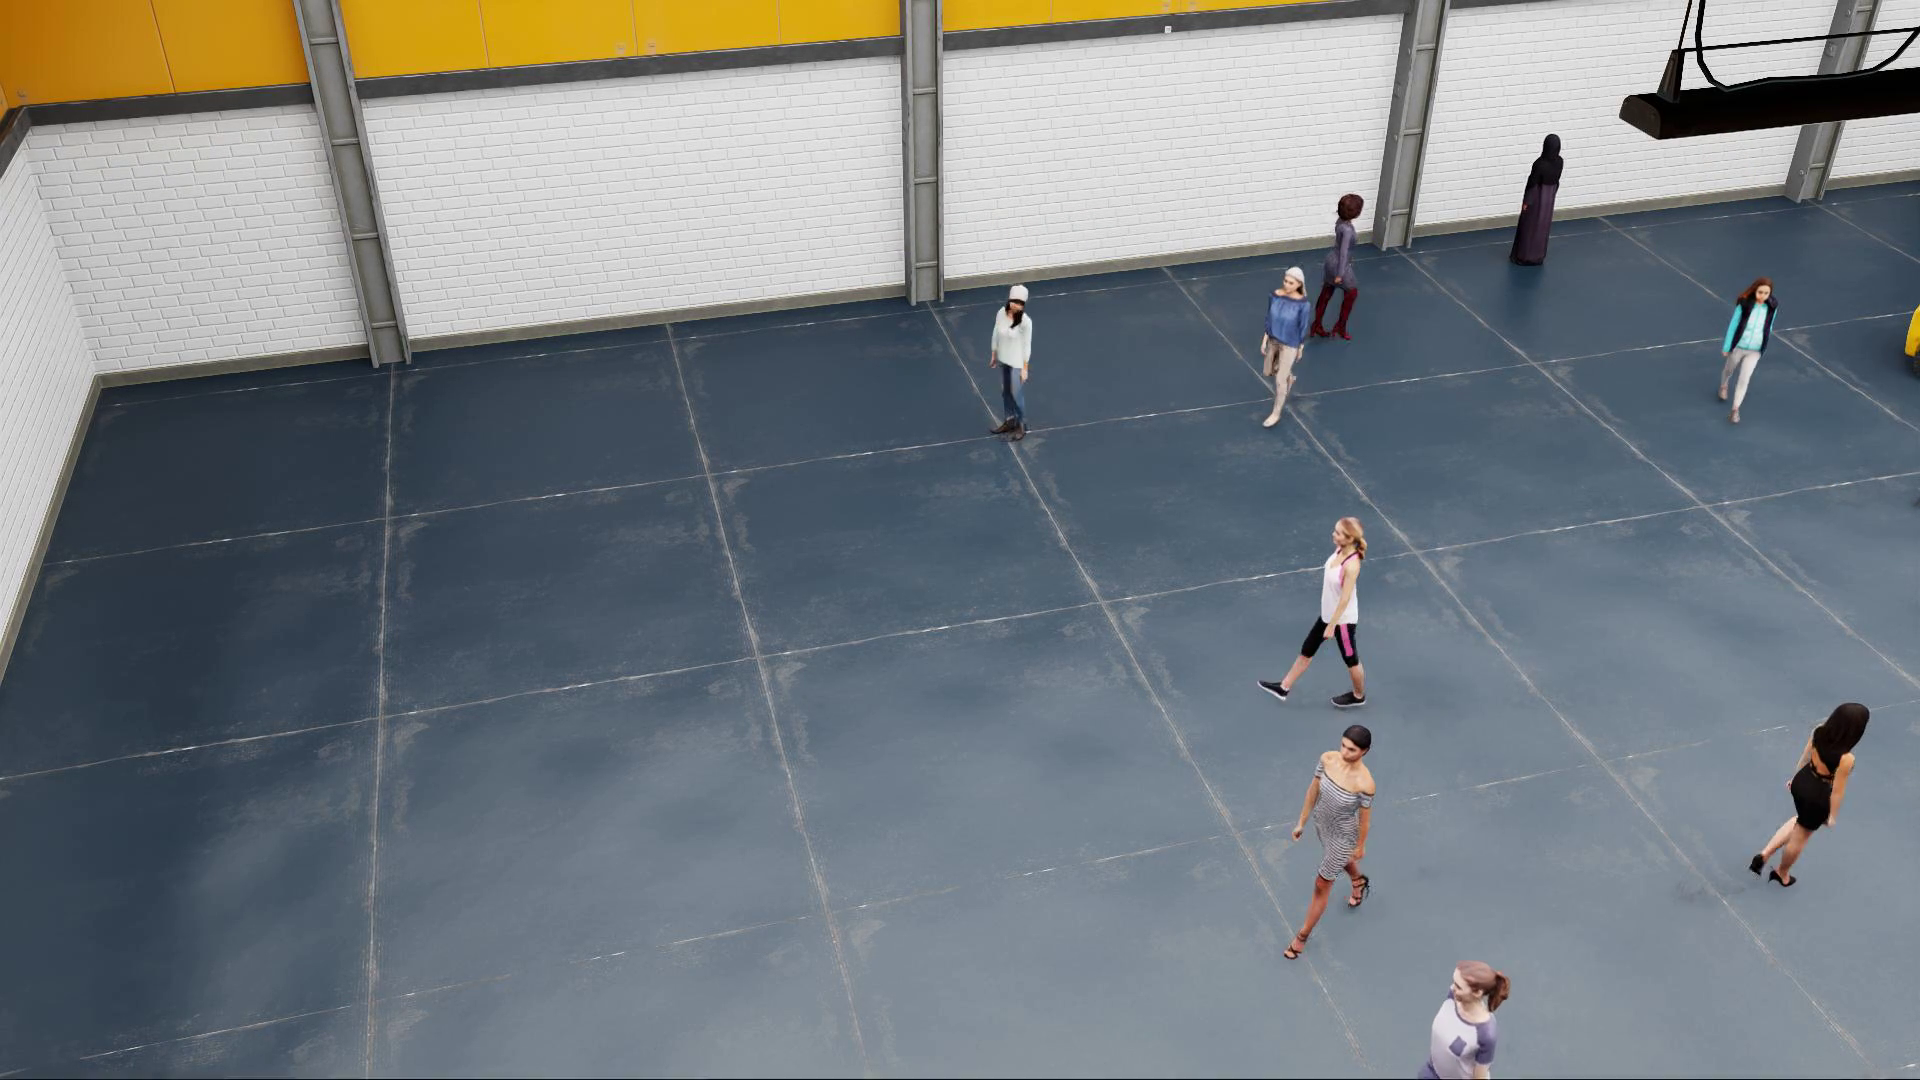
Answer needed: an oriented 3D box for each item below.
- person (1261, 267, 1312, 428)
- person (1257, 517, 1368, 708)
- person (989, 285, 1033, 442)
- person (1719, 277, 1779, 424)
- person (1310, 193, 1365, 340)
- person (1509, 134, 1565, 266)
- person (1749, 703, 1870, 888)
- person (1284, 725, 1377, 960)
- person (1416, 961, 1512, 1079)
[{"bbox_3d":[3.279,-1.980,16.671,0.881,1.682,1.013,26,42,34],"label":"person"},{"bbox_3d":[2.999,0.604,12.724,1.159,1.748,0.825,0,34,0],"label":"person"},{"bbox_3d":[0.488,-1.765,16.389,0.671,1.637,0.675,-18,38,-25],"label":"person"},{"bbox_3d":[7.960,-1.995,16.887,1.008,1.468,0.930,7,34,11],"label":"person"},{"bbox_3d":[4.040,-2.953,18.125,0.705,1.694,0.655,-5,34,-7],"label":"person"},{"bbox_3d":[6.934,-4.083,19.896,0.554,1.615,0.686,-13,36,-18],"label":"person"},{"bbox_3d":[5.614,1.741,11.116,0.663,1.635,0.588,-7,34,-11],"label":"person"},{"bbox_3d":[2.503,1.871,10.790,1.160,1.779,0.837,-21,39,-28],"label":"person"},{"bbox_3d":[2.837,2.979,9.190,1.217,1.706,0.688,-12,35,-17],"label":"person"}]
